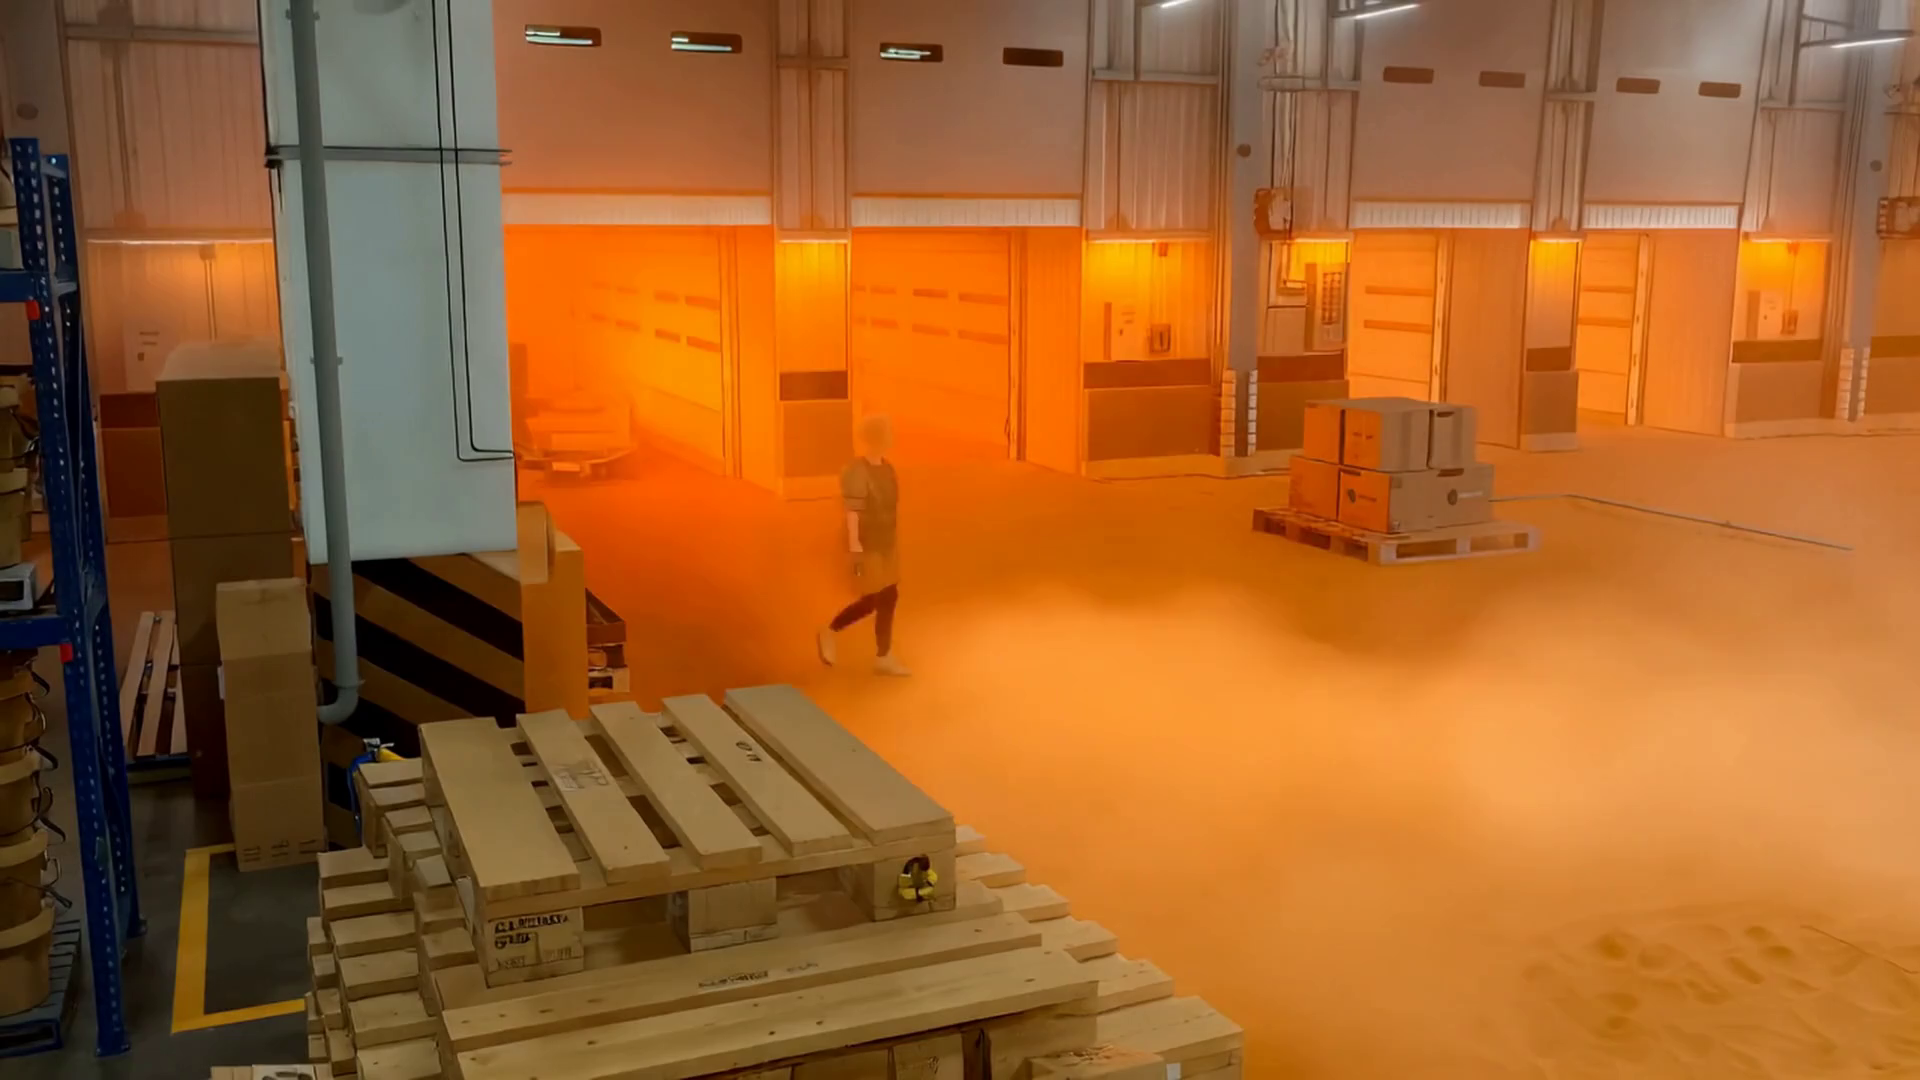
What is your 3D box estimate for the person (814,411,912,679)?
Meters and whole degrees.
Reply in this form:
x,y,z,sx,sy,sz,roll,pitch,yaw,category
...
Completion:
x,y,z,sx,sy,sz,roll,pitch,yaw,category
-0.590,0.032,10.300,0.524,1.680,0.542,6,12,28,person
